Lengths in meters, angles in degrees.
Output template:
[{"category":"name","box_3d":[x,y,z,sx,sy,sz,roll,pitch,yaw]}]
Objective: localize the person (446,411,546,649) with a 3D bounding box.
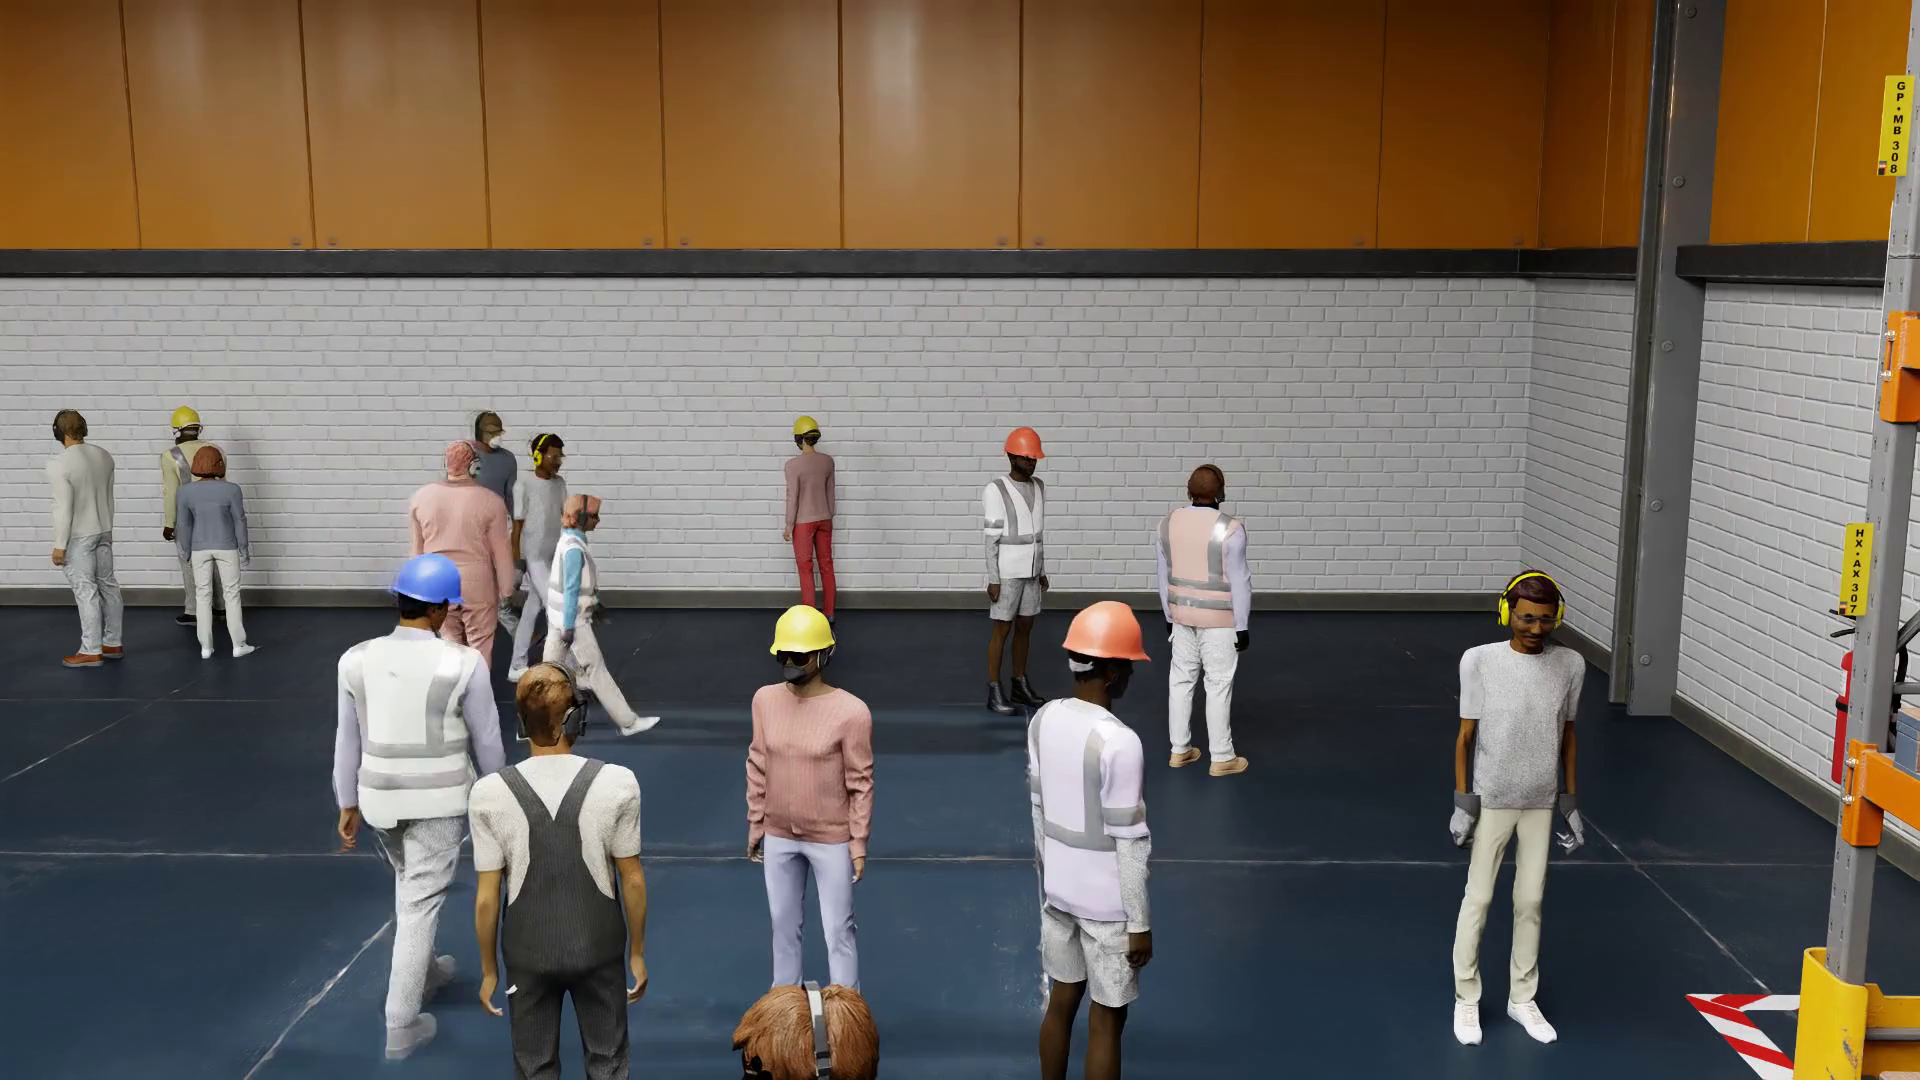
[{"category":"person","box_3d":[-3.597,-0.052,12.854,1.046,1.878,0.646,5,11,28]}]

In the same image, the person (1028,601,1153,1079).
[{"category":"person","box_3d":[0.456,1.154,5.482,0.363,1.933,0.543,-6,11,-33]}]

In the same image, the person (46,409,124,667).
[{"category":"person","box_3d":[-6.576,-0.015,12.477,0.379,1.937,0.629,2,10,10]}]

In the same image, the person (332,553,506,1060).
[{"category":"person","box_3d":[-2.090,0.990,6.556,0.617,1.893,0.895,2,10,11]}]

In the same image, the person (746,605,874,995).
[{"category":"person","box_3d":[-0.573,1.111,6.242,0.523,1.769,0.313,4,10,22]}]

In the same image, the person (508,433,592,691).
[{"category":"person","box_3d":[-2.862,0.156,11.776,0.933,1.818,0.552,4,10,21]}]

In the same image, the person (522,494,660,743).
[{"category":"person","box_3d":[-2.370,0.497,10.446,0.876,1.584,0.536,-3,10,-18]}]

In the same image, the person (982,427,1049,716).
[{"category":"person","box_3d":[0.407,0.204,11.166,0.551,1.932,0.378,-9,13,-44]}]

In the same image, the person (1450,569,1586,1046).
[{"category":"person","box_3d":[2.161,1.030,6.435,0.519,1.865,0.328,0,9,-3]}]

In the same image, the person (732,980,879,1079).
[{"category":"person","box_3d":[-0.248,1.637,2.863,0.429,1.842,0.633,-4,10,-20]}]

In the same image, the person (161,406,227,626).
[{"category":"person","box_3d":[-6.407,-0.203,13.910,0.404,1.829,0.600,5,11,28]}]

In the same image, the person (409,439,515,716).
[{"category":"person","box_3d":[-3.204,0.293,10.769,0.665,1.888,0.465,1,10,8]}]

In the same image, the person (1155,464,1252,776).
[{"category":"person","box_3d":[1.460,0.469,9.853,0.627,1.847,0.429,8,13,41]}]

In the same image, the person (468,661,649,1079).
[{"category":"person","box_3d":[-1.200,1.275,5.034,0.505,1.842,0.348,-2,10,-11]}]

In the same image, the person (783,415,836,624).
[{"category":"person","box_3d":[-1.255,-0.147,13.773,0.331,1.767,0.527,9,13,44]}]

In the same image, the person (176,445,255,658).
[{"category":"person","box_3d":[-5.700,0.093,12.730,0.499,1.634,0.279,-1,10,-8]}]
